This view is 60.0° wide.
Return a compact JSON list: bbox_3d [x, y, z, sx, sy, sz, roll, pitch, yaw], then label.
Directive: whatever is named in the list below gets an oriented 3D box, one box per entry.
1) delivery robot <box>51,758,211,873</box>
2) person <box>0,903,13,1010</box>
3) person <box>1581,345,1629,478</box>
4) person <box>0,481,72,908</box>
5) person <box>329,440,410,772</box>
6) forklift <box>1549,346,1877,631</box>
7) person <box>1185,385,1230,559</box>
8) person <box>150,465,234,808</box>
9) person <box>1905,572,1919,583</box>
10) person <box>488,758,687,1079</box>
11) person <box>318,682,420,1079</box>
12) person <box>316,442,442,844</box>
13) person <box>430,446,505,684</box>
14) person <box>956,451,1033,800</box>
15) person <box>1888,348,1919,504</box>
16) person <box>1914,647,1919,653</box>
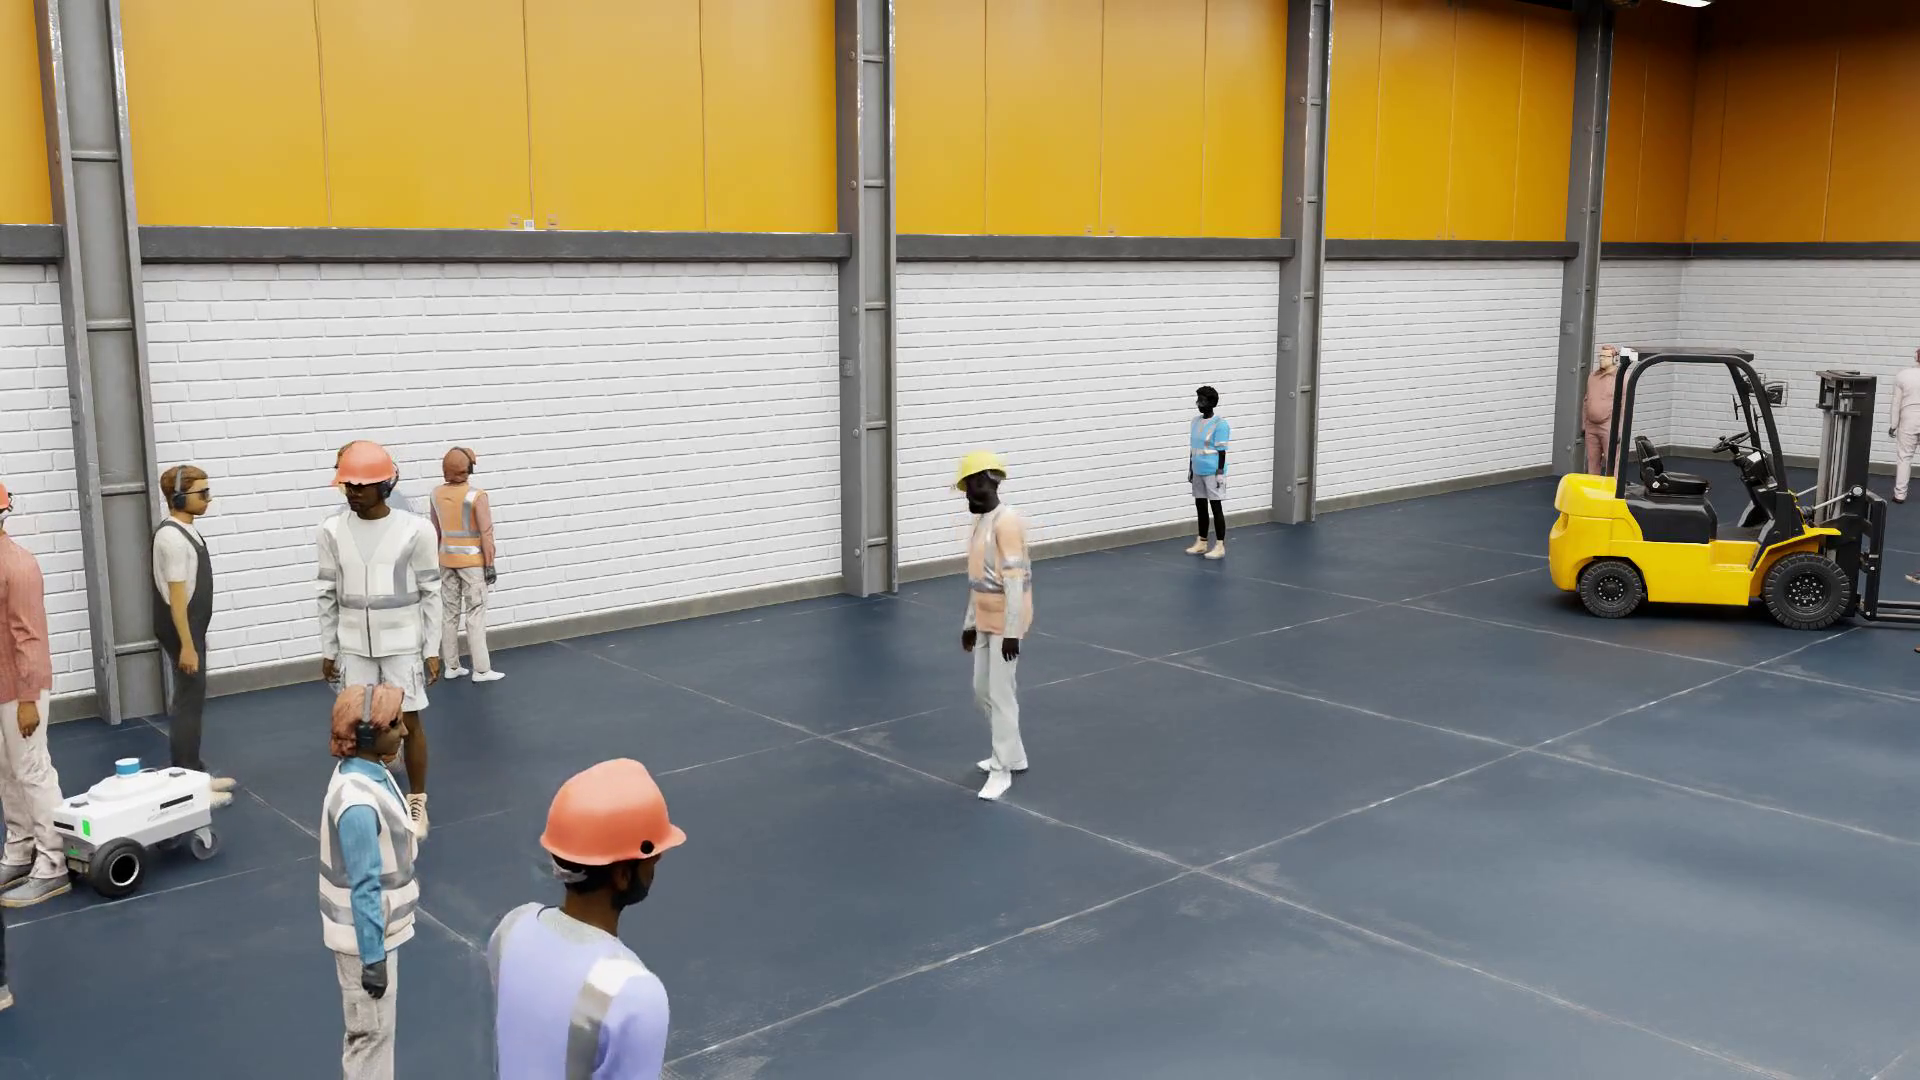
[{"bbox_3d":[-3.939,1.282,7.906,0.477,0.478,0.707,5,11,27],"label":"delivery robot"},{"bbox_3d":[-3.878,0.915,6.212,0.618,1.965,0.598,4,10,22],"label":"person"},{"bbox_3d":[7.535,-1.327,19.491,0.407,1.913,0.641,-5,11,-28],"label":"person"},{"bbox_3d":[-4.366,0.670,7.581,0.614,1.987,0.407,7,12,36],"label":"person"},{"bbox_3d":[-3.312,0.394,9.352,0.436,1.930,0.653,2,10,14],"label":"person"},{"bbox_3d":[6.109,-0.478,13.691,2.313,2.155,1.214,3,10,16],"label":"forklift"},{"bbox_3d":[2.421,-0.666,16.261,0.319,1.692,0.536,-6,11,-30],"label":"person"},{"bbox_3d":[-4.131,0.513,8.909,0.327,1.843,0.515,-4,10,-20],"label":"person"},{"bbox_3d":[9.103,-0.554,14.940,0.997,1.924,0.601,1,10,4],"label":"person"},{"bbox_3d":[-0.851,1.409,3.473,0.555,1.914,0.792,8,13,39],"label":"person"},{"bbox_3d":[-1.850,1.246,5.244,0.311,1.631,0.506,-3,10,-17],"label":"person"},{"bbox_3d":[-2.888,0.523,8.278,0.610,2.040,0.394,0,10,1],"label":"person"},{"bbox_3d":[-3.421,0.174,11.478,0.523,1.645,0.306,4,11,24],"label":"person"},{"bbox_3d":[0.234,0.461,9.141,0.402,1.878,0.658,-3,10,-19],"label":"person"},{"bbox_3d":[11.398,-1.369,19.750,0.652,1.906,0.403,5,11,27],"label":"person"},{"bbox_3d":[7.335,-0.059,12.079,0.409,1.907,0.651,-3,10,-18],"label":"person"}]
